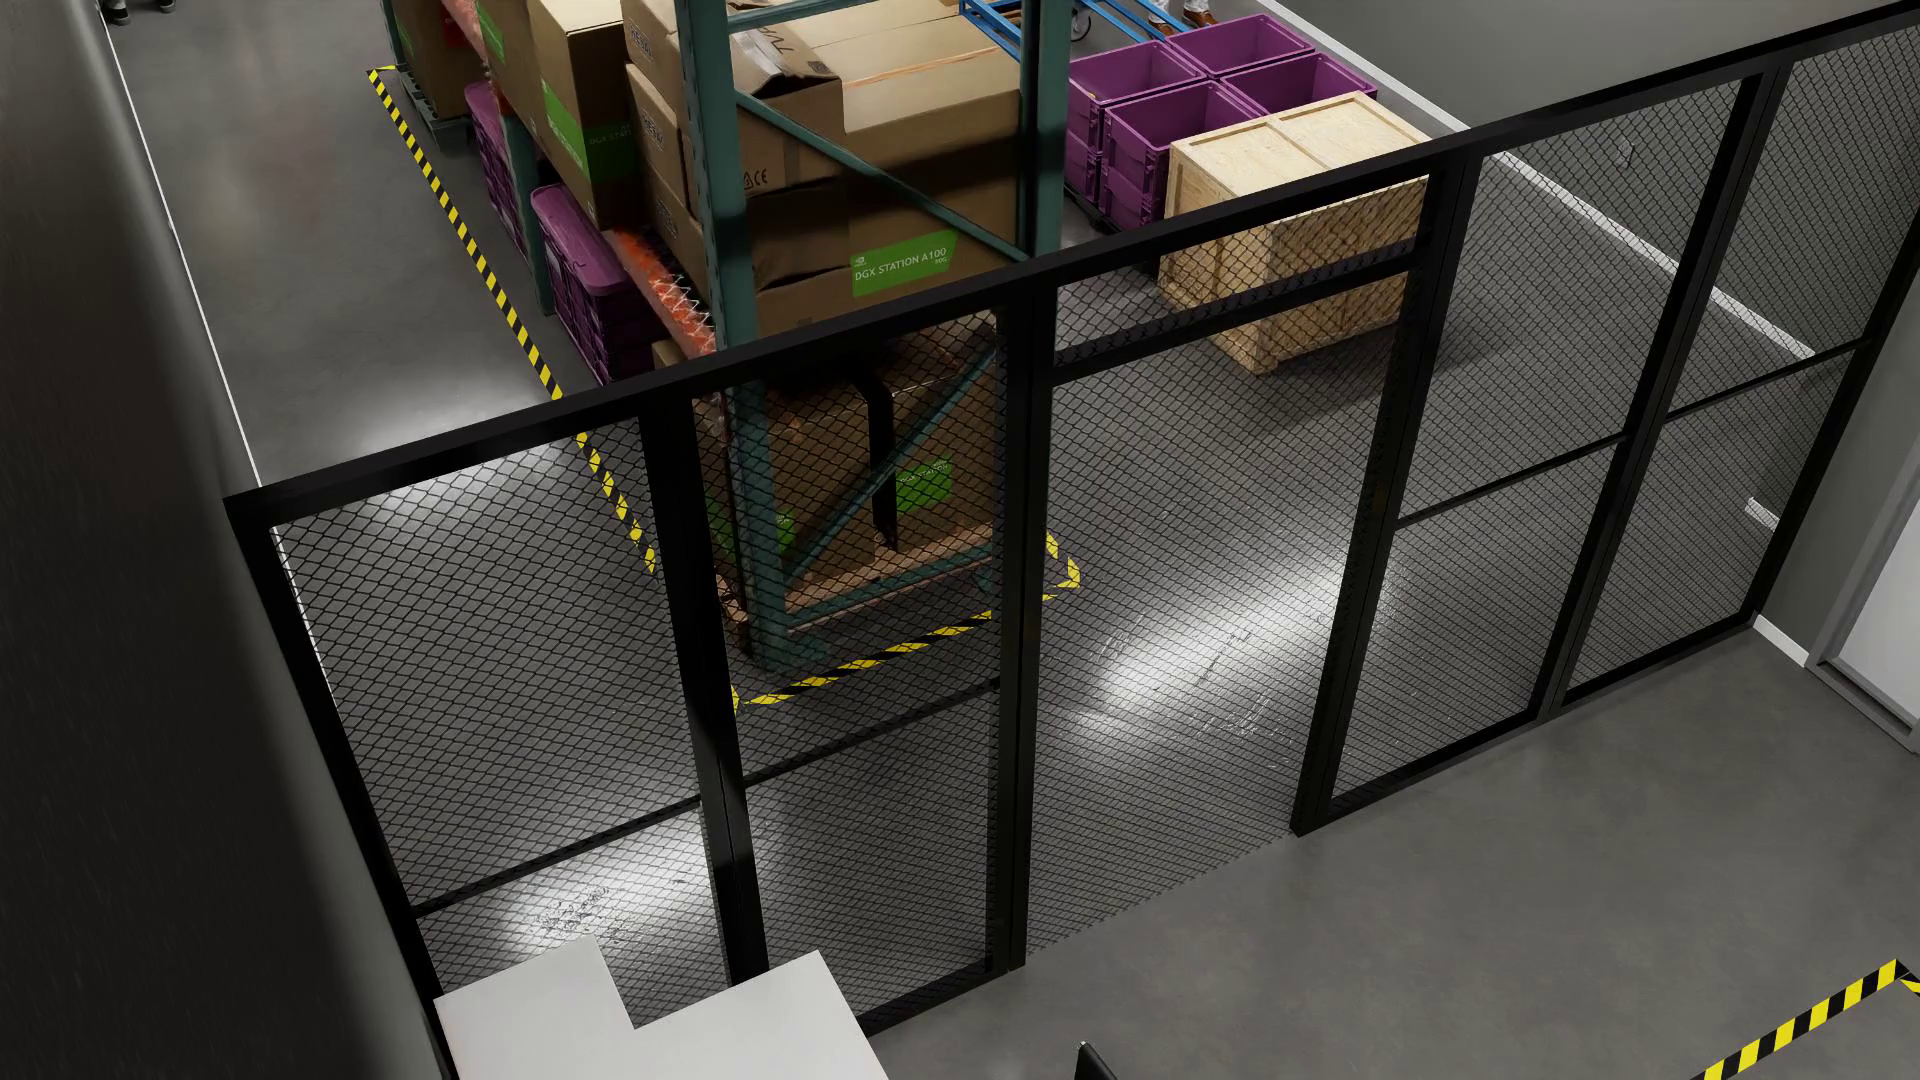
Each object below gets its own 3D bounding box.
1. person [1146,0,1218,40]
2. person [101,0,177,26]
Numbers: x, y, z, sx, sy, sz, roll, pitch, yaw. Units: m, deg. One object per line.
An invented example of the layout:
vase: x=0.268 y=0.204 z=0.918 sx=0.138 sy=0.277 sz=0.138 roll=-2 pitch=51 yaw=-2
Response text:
person: x=1.279 y=-3.622 z=8.907 sx=0.638 sy=1.938 sz=0.356 roll=-22 pitch=47 yaw=-22
person: x=-4.825 y=-3.769 z=9.145 sx=0.591 sy=1.834 sz=0.404 roll=-25 pitch=48 yaw=-25
